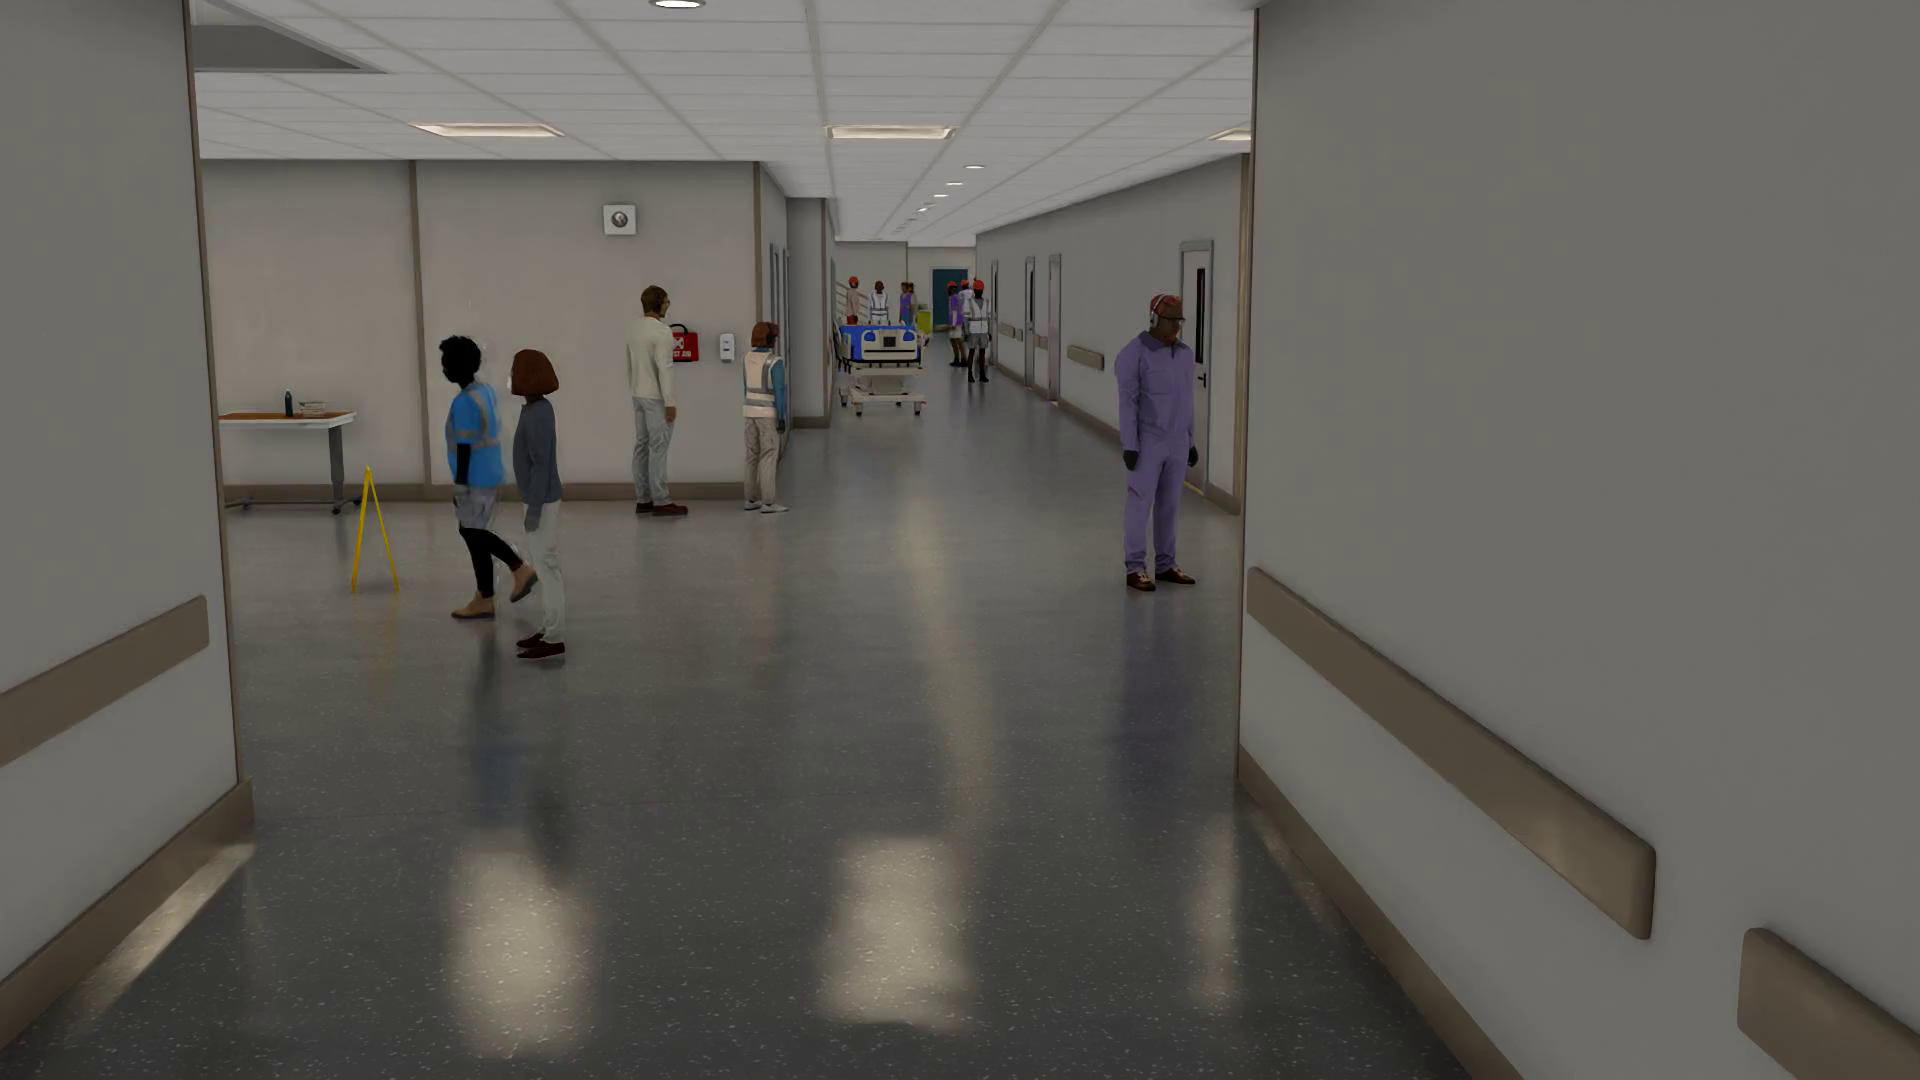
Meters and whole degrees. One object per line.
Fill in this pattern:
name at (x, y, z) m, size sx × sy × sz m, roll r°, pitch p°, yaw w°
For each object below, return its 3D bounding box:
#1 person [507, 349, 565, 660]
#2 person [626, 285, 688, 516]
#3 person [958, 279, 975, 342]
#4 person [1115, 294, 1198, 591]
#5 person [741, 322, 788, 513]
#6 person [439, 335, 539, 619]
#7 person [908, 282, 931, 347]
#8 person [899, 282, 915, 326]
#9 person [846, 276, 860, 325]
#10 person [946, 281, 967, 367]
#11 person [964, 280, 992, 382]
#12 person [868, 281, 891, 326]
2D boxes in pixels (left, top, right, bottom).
person at (-2.246, -0.190, 8.815) m, size 0.280 × 1.636 × 0.501 m, roll -2°, pitch 9°, yaw -13°
person at (-2.582, -1.172, 14.033) m, size 0.378 × 1.940 × 0.629 m, roll -7°, pitch 12°, yaw -38°
person at (0.285, -6.866, 49.899) m, size 0.706 × 1.907 × 0.509 m, roll -2°, pitch 9°, yaw -15°
person at (1.305, -0.633, 10.771) m, size 0.639 × 1.903 × 0.409 m, roll -7°, pitch 11°, yaw -38°
person at (-1.674, -1.043, 14.199) m, size 0.509 × 1.629 × 0.315 m, roll 8°, pitch 12°, yaw 41°
person at (-2.781, -0.361, 9.735) m, size 0.447 × 1.679 × 0.525 m, roll -1°, pitch 9°, yaw -8°
person at (-1.290, -6.379, 47.080) m, size 0.871 × 1.831 × 0.520 m, roll 0°, pitch 9°, yaw -2°
person at (-1.420, -6.020, 44.772) m, size 0.376 × 1.841 × 0.579 m, roll -7°, pitch 11°, yaw -36°
person at (-2.779, -5.856, 43.264) m, size 0.391 × 1.995 × 0.613 m, roll -4°, pitch 10°, yaw -21°
person at (-0.069, -4.784, 36.879) m, size 0.478 × 1.886 × 0.608 m, roll 0°, pitch 9°, yaw 1°
person at (0.353, -3.959, 31.537) m, size 0.553 × 1.935 × 0.364 m, roll -4°, pitch 10°, yaw -22°
person at (-2.004, -5.475, 41.225) m, size 0.574 × 1.883 × 0.355 m, roll -3°, pitch 9°, yaw -15°
